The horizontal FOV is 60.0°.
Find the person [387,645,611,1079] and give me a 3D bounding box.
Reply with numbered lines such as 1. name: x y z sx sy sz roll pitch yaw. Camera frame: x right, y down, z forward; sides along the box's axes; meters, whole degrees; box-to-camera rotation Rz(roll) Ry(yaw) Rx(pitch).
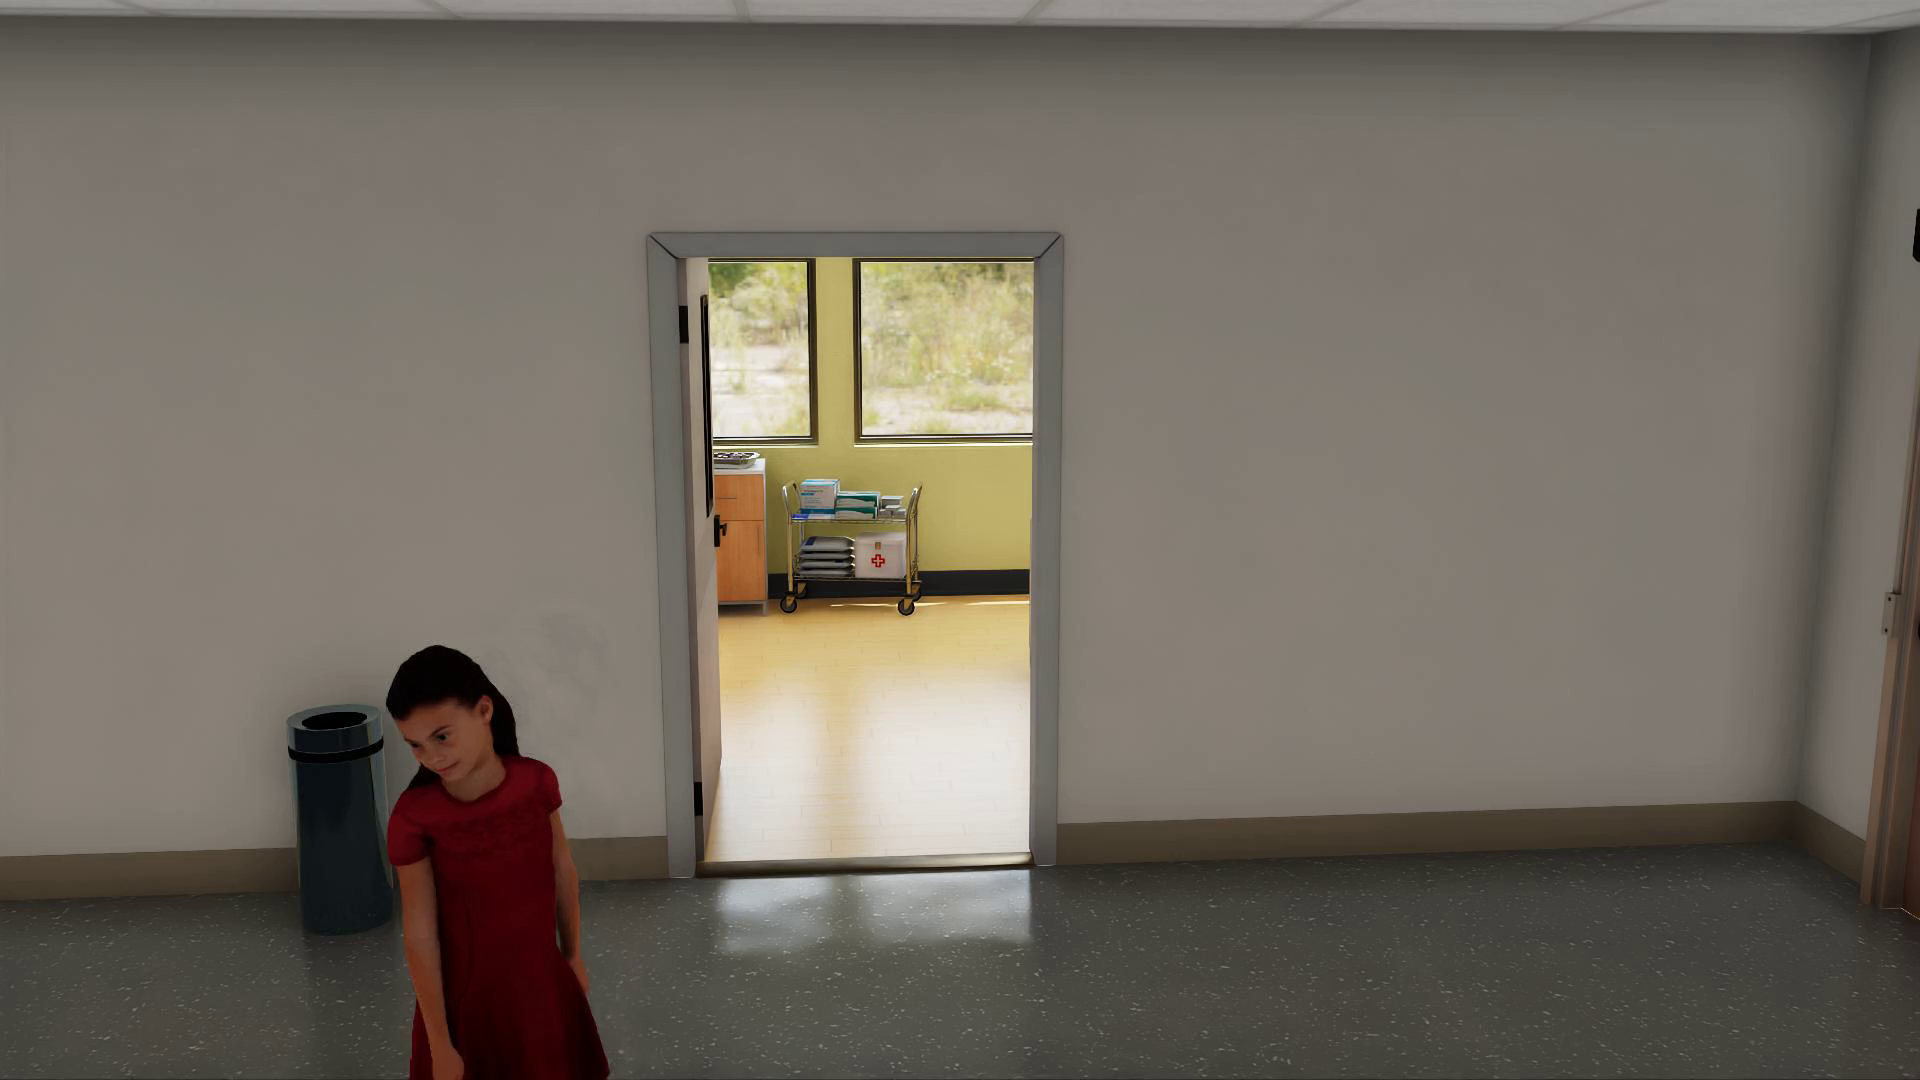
1. person: -0.944 0.926 3.510 0.889 1.532 0.813 7 13 31
